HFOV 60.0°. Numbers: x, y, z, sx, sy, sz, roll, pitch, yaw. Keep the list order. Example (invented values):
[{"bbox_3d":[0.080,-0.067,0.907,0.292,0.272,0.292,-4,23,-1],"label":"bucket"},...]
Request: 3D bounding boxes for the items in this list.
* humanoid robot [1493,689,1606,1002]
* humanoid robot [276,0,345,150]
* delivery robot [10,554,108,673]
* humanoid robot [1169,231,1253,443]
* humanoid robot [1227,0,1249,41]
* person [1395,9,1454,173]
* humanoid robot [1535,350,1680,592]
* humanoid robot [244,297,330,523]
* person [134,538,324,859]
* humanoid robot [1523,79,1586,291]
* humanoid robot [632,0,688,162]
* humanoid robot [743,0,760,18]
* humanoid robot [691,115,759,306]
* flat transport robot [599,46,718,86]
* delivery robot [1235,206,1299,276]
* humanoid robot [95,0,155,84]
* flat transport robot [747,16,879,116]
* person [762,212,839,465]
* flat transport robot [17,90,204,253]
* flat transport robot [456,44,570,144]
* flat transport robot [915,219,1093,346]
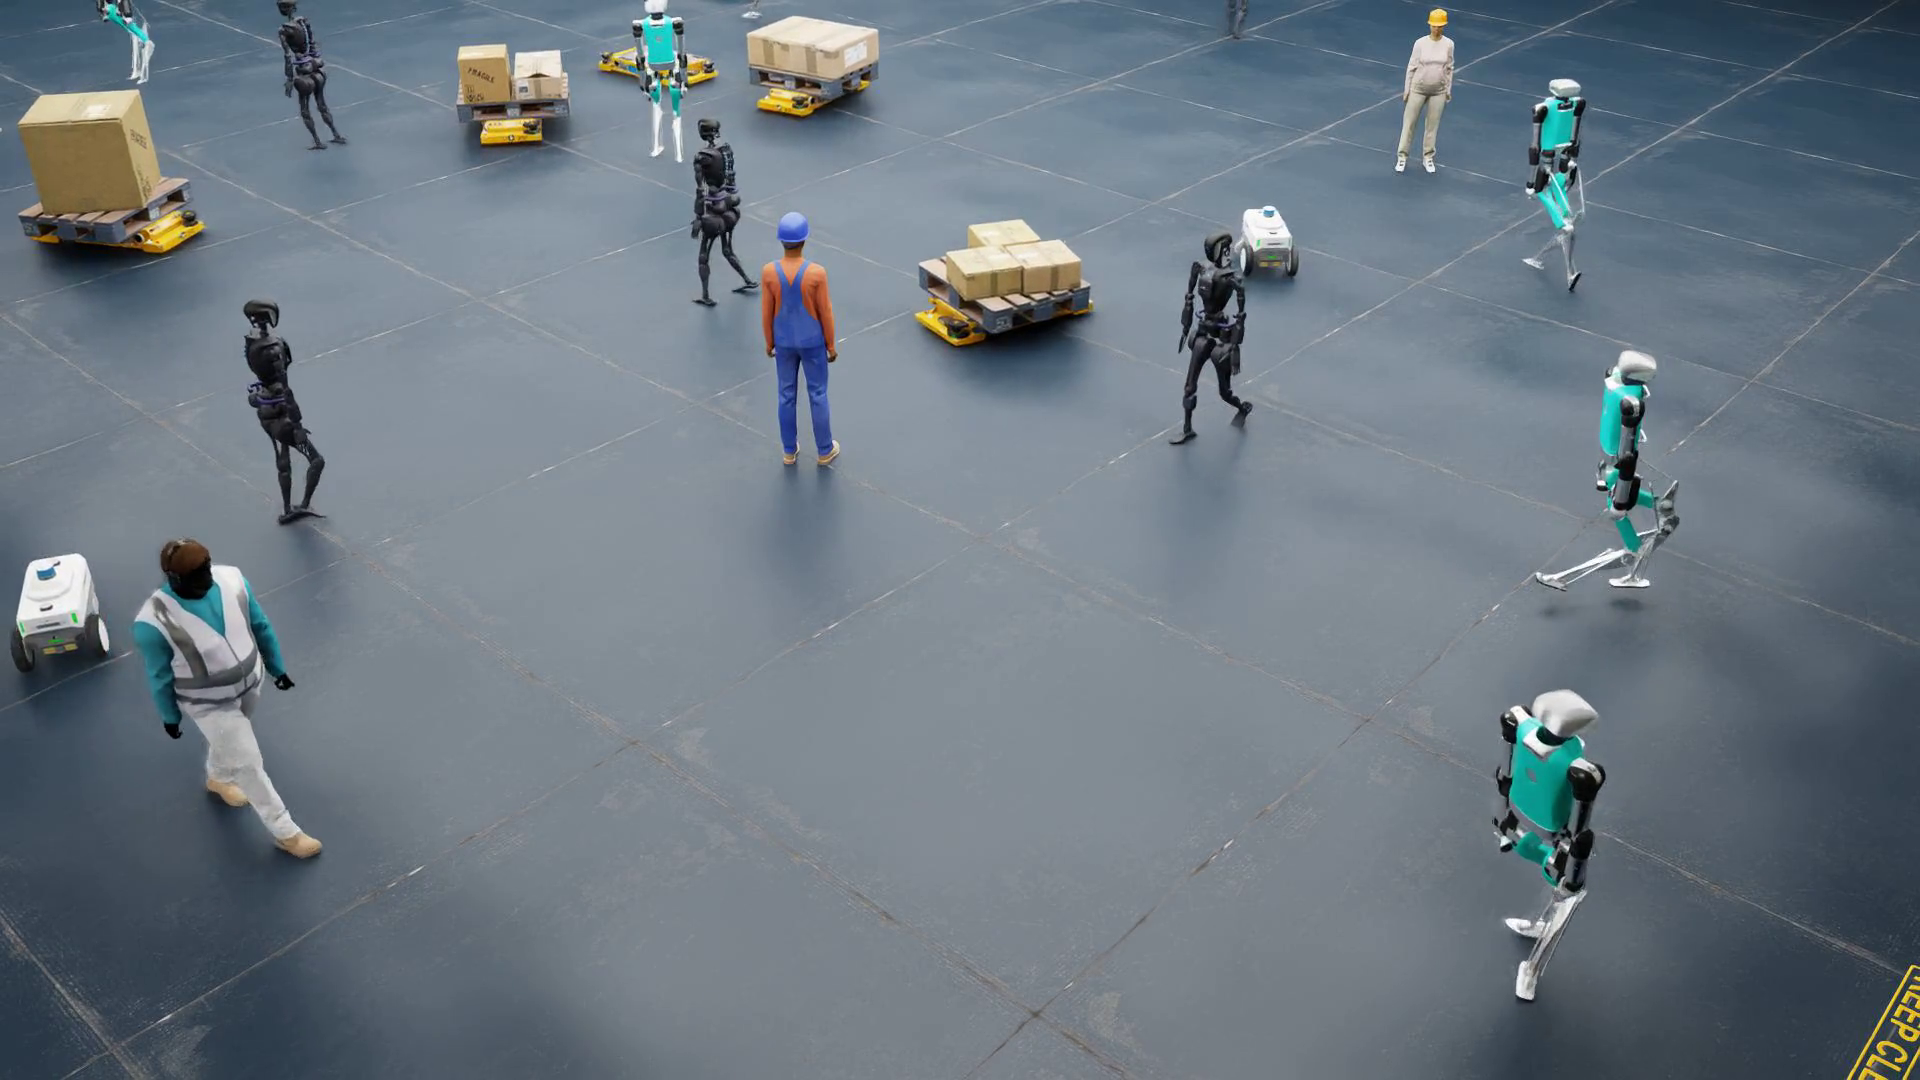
[{"bbox_3d":[2.797,1.337,7.602,0.883,1.767,0.589,-16,35,-23],"label":"humanoid robot"},{"bbox_3d":[-7.047,-5.039,17.943,0.379,1.651,0.600,8,33,12],"label":"humanoid robot"},{"bbox_3d":[-5.547,0.399,10.211,0.499,0.563,0.738,-11,33,-17],"label":"delivery robot"},{"bbox_3d":[1.915,-1.509,12.299,0.739,1.652,0.612,-24,39,-33],"label":"humanoid robot"},{"bbox_3d":[3.633,-7.415,21.783,0.608,1.657,0.524,24,39,33],"label":"humanoid robot"},{"bbox_3d":[4.872,-4.673,17.323,0.486,1.696,0.317,2,32,4],"label":"person"},{"bbox_3d":[4.190,-0.359,10.326,0.988,1.732,0.548,3,32,5],"label":"humanoid robot"},{"bbox_3d":[-4.599,-0.873,11.226,0.356,1.652,0.611,-23,39,-33],"label":"humanoid robot"},{"bbox_3d":[-3.767,0.749,8.502,0.948,1.796,0.639,16,35,23],"label":"person"},{"bbox_3d":[5.458,-3.126,14.822,0.547,1.781,0.927,-13,34,-20],"label":"humanoid robot"},{"bbox_3d":[-3.148,-4.872,17.626,0.534,1.793,0.810,-6,32,-9],"label":"humanoid robot"},{"bbox_3d":[-2.820,-7.912,22.496,0.766,1.789,0.542,6,32,10],"label":"humanoid robot"},{"bbox_3d":[-2.086,-2.877,14.463,0.427,1.634,0.609,16,35,24],"label":"humanoid robot"},{"bbox_3d":[-3.750,-5.882,20.625,1.431,0.231,0.659,21,38,30],"label":"flat transport robot"},{"bbox_3d":[2.821,-2.758,15.339,0.520,0.610,0.781,-1,32,-1],"label":"delivery robot"},{"bbox_3d":[-10.090,-6.453,20.135,0.537,1.769,0.713,14,35,22],"label":"humanoid robot"},{"bbox_3d":[-1.737,-5.364,19.791,0.659,0.231,1.431,17,36,26],"label":"flat transport robot"},{"bbox_3d":[-1.142,-1.417,11.882,0.520,1.911,0.361,4,32,6],"label":"person"},{"bbox_3d":[-8.125,-3.010,16.001,1.431,0.231,0.659,7,33,11],"label":"flat transport robot"},{"bbox_3d":[-5.047,-4.835,18.940,0.659,0.231,1.431,-6,32,-10],"label":"flat transport robot"},{"bbox_3d":[0.390,-2.021,14.408,1.431,0.231,0.659,-19,36,-27],"label":"flat transport robot"}]
